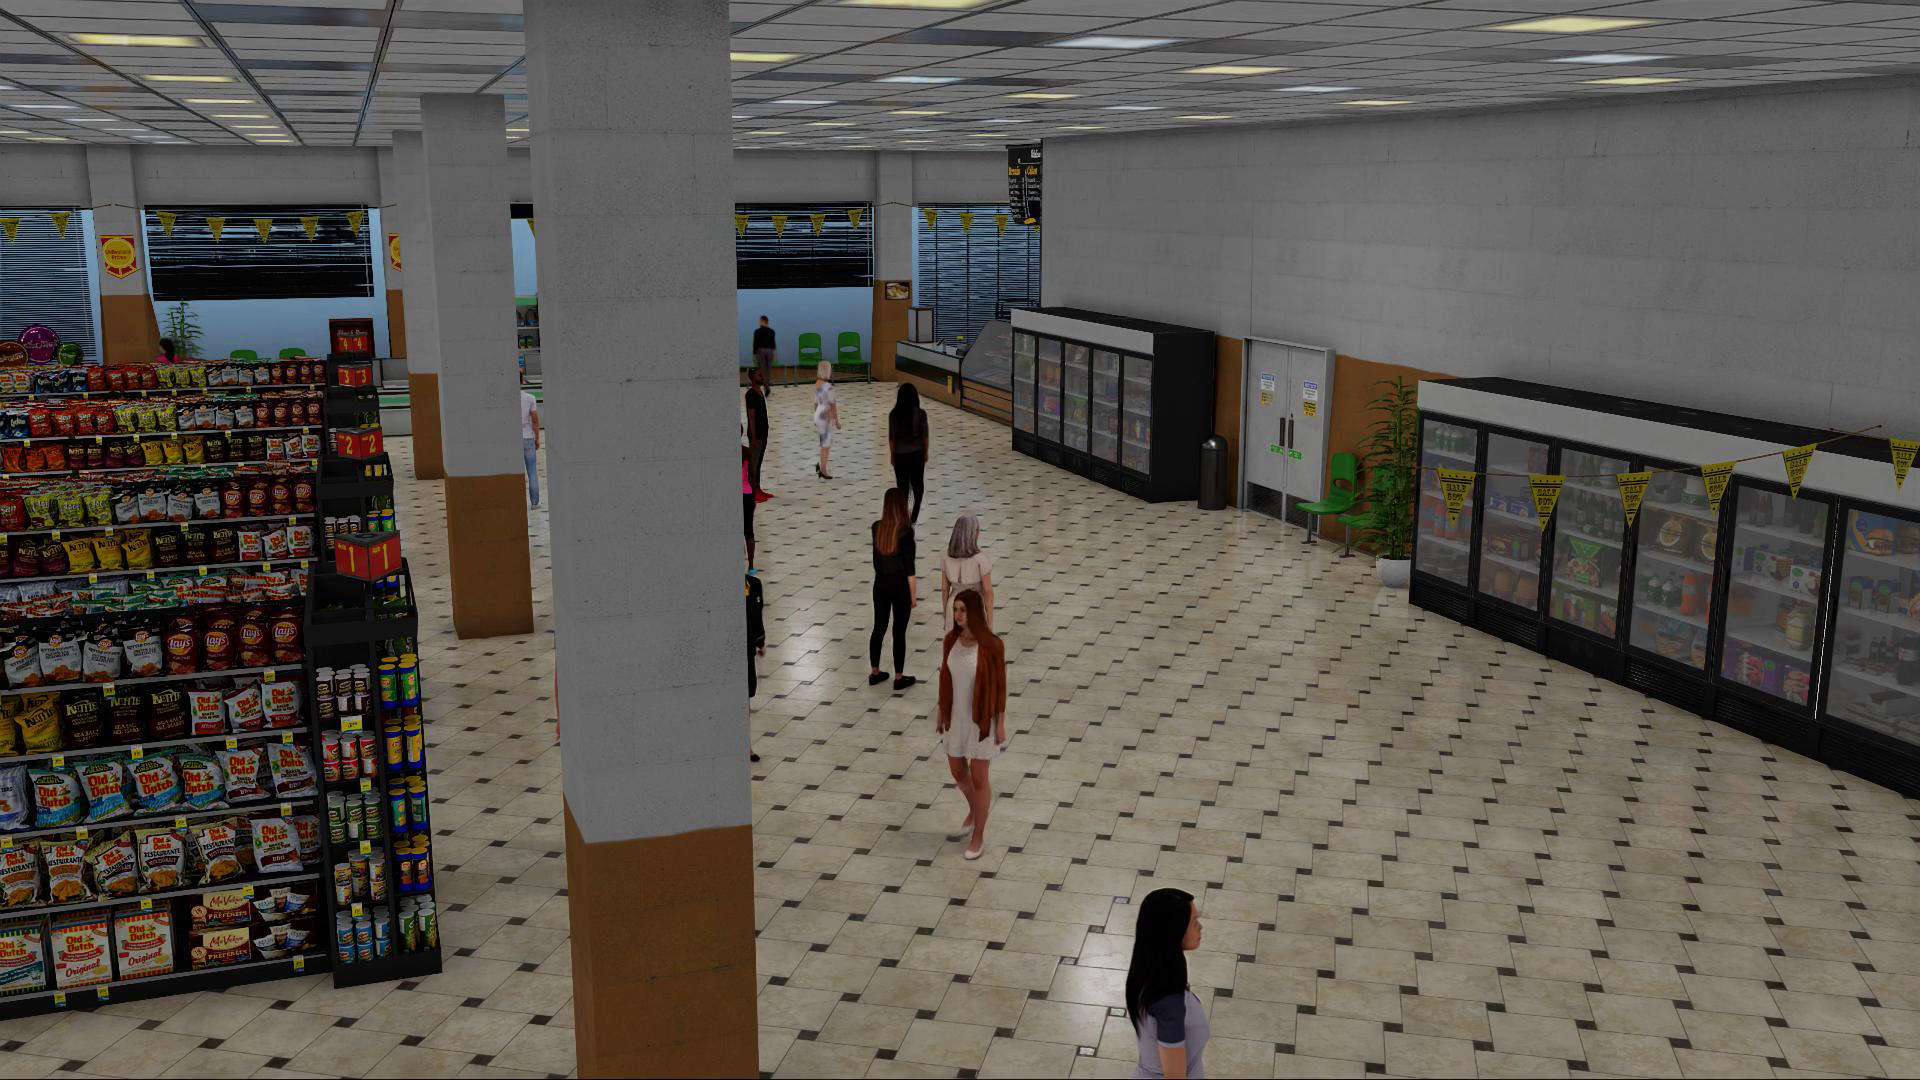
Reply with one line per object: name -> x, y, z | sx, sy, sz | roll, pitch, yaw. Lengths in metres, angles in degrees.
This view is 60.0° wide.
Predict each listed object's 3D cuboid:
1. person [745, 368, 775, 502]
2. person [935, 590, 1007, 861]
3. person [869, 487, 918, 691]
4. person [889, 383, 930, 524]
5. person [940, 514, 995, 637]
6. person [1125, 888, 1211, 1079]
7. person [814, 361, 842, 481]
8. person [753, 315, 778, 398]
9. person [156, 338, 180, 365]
person -> -2.783, -1.453, 22.725 | 0.708, 1.805, 0.715 | 2, 12, 10
person -> 0.089, 1.133, 10.658 | 0.883, 1.716, 0.954 | 6, 13, 26
person -> -0.591, 0.403, 14.142 | 0.684, 1.708, 0.718 | 8, 14, 34
person -> -0.639, -1.005, 20.560 | 1.045, 1.820, 0.924 | 0, 12, 0
person -> 0.057, 0.652, 12.892 | 0.680, 1.736, 0.744 | 5, 13, 23
person -> 0.760, 2.087, 6.151 | 0.611, 1.706, 0.645 | -1, 12, -5
person -> -2.026, -1.721, 24.159 | 0.617, 1.738, 0.617 | -8, 14, -32
person -> -3.961, -3.710, 33.865 | 0.917, 1.631, 0.732 | -6, 13, -25
person -> -13.475, -2.603, 28.503 | 0.967, 1.673, 1.090 | 11, 16, 41
